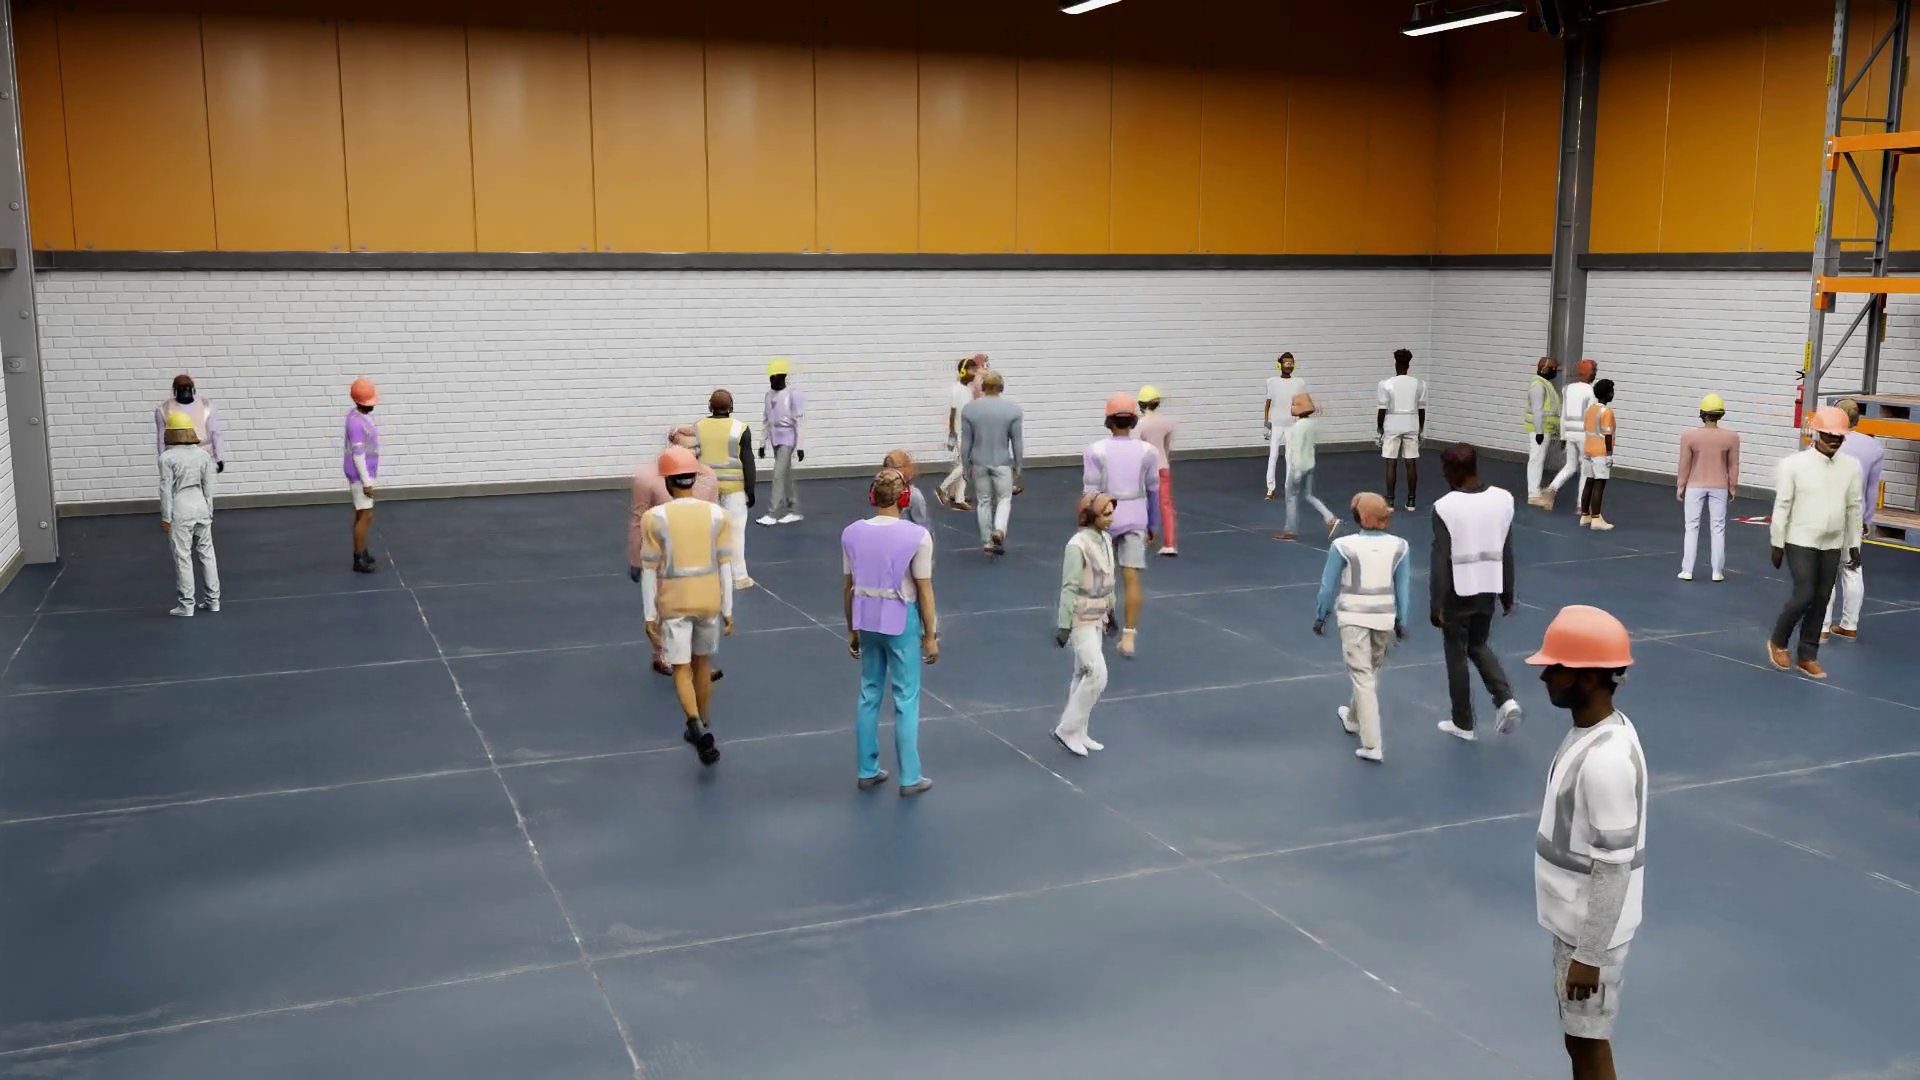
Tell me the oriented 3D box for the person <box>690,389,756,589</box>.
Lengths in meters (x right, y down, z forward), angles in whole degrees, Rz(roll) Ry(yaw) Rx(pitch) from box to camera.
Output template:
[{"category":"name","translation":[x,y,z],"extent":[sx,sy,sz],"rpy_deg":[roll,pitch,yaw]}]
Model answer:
[{"category":"person","translation":[-2.167,-0.463,15.252],"extent":[0.636,1.841,0.429],"rpy_deg":[2,10,12]}]

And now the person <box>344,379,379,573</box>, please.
[{"category":"person","translation":[-5.777,-0.633,16.186],"extent":[0.382,1.891,0.734],"rpy_deg":[-2,10,-10]}]

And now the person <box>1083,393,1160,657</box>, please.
[{"category":"person","translation":[1.239,-0.141,12.877],"extent":[0.628,1.983,1.067],"rpy_deg":[-1,9,-6]}]

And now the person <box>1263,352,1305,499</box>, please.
[{"category":"person","translation":[4.102,-1.443,21.089],"extent":[0.513,1.877,0.328],"rpy_deg":[1,9,6]}]

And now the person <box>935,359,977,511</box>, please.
[{"category":"person","translation":[0.003,-1.264,20.078],"extent":[0.447,1.847,0.546],"rpy_deg":[4,10,22]}]

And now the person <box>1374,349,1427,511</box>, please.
[{"category":"person","translation":[5.322,-1.328,20.110],"extent":[0.608,1.966,0.374],"rpy_deg":[0,9,-1]}]

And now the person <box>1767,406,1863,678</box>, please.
[{"category":"person","translation":[6.151,0.025,11.918],"extent":[0.610,1.975,0.439],"rpy_deg":[-1,9,-7]}]

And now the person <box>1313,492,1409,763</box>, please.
[{"category":"person","translation":[2.437,0.500,10.142],"extent":[0.526,1.595,0.848],"rpy_deg":[-2,10,-12]}]

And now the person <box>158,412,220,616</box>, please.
[{"category":"person","translation":[-6.570,-0.223,14.127],"extent":[0.333,1.734,0.480],"rpy_deg":[5,10,26]}]

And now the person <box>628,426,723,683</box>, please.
[{"category":"person","translation":[-1.957,0.117,11.721],"extent":[0.650,1.845,1.037],"rpy_deg":[-9,13,-43]}]

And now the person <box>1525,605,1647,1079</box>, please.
[{"category":"person","translation":[1.903,1.156,5.149],"extent":[0.373,1.934,0.551],"rpy_deg":[3,10,16]}]

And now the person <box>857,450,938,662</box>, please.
[{"category":"person","translation":[-0.454,0.102,12.602],"extent":[0.868,1.590,0.502],"rpy_deg":[-7,12,-38]}]

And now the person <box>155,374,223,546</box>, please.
[{"category":"person","translation":[-8.251,-0.874,17.801],"extent":[0.625,1.825,0.748],"rpy_deg":[-7,12,-37]}]

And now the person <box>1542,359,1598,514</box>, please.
[{"category":"person","translation":[7.290,-1.210,19.701],"extent":[0.709,1.864,0.598],"rpy_deg":[-5,11,-27]}]

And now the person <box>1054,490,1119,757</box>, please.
[{"category":"person","translation":[0.768,0.503,10.034],"extent":[0.389,1.623,0.531],"rpy_deg":[4,10,25]}]

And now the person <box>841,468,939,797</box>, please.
[{"category":"person","translation":[-0.407,0.521,9.314],"extent":[0.567,1.836,0.384],"rpy_deg":[5,11,29]}]

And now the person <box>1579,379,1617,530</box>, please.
[{"category":"person","translation":[7.209,-0.967,18.741],"extent":[0.315,1.696,0.541],"rpy_deg":[-1,9,-5]}]

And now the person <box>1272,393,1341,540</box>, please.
[{"category":"person","translation":[3.721,-0.770,17.812],"extent":[0.664,1.609,0.504],"rpy_deg":[6,11,33]}]

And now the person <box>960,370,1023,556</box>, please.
[{"category":"person","translation":[0.314,-0.758,16.795],"extent":[0.638,1.920,0.603],"rpy_deg":[1,9,5]}]

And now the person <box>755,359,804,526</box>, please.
[{"category":"person","translation":[-2.129,-1.100,18.916],"extent":[0.833,1.897,0.613],"rpy_deg":[-8,12,-41]}]

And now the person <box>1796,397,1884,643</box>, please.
[{"category":"person","translation":[6.894,-0.152,13.071],"extent":[0.635,1.937,0.352],"rpy_deg":[-2,10,-10]}]

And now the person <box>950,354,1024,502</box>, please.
[{"category":"person","translation":[0.288,-1.399,20.895],"extent":[1.012,1.848,0.666],"rpy_deg":[-5,11,-27]}]

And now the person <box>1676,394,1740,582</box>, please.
[{"category":"person","translation":[7.001,-0.484,15.597],"extent":[0.533,1.770,0.304],"rpy_deg":[3,10,16]}]

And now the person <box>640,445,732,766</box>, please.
[{"category":"person","translation":[-1.594,0.397,9.893],"extent":[0.545,1.905,0.834],"rpy_deg":[-4,10,-24]}]

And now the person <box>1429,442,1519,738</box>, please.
[{"category":"person","translation":[3.183,0.333,10.296],"extent":[0.634,1.884,0.528],"rpy_deg":[-3,10,-20]}]

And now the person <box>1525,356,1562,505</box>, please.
[{"category":"person","translation":[7.254,-1.360,20.698],"extent":[0.429,1.842,0.621],"rpy_deg":[4,10,24]}]

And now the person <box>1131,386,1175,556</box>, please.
[{"category":"person","translation":[1.934,-0.716,17.123],"extent":[0.522,1.724,0.909],"rpy_deg":[-5,11,-27]}]
